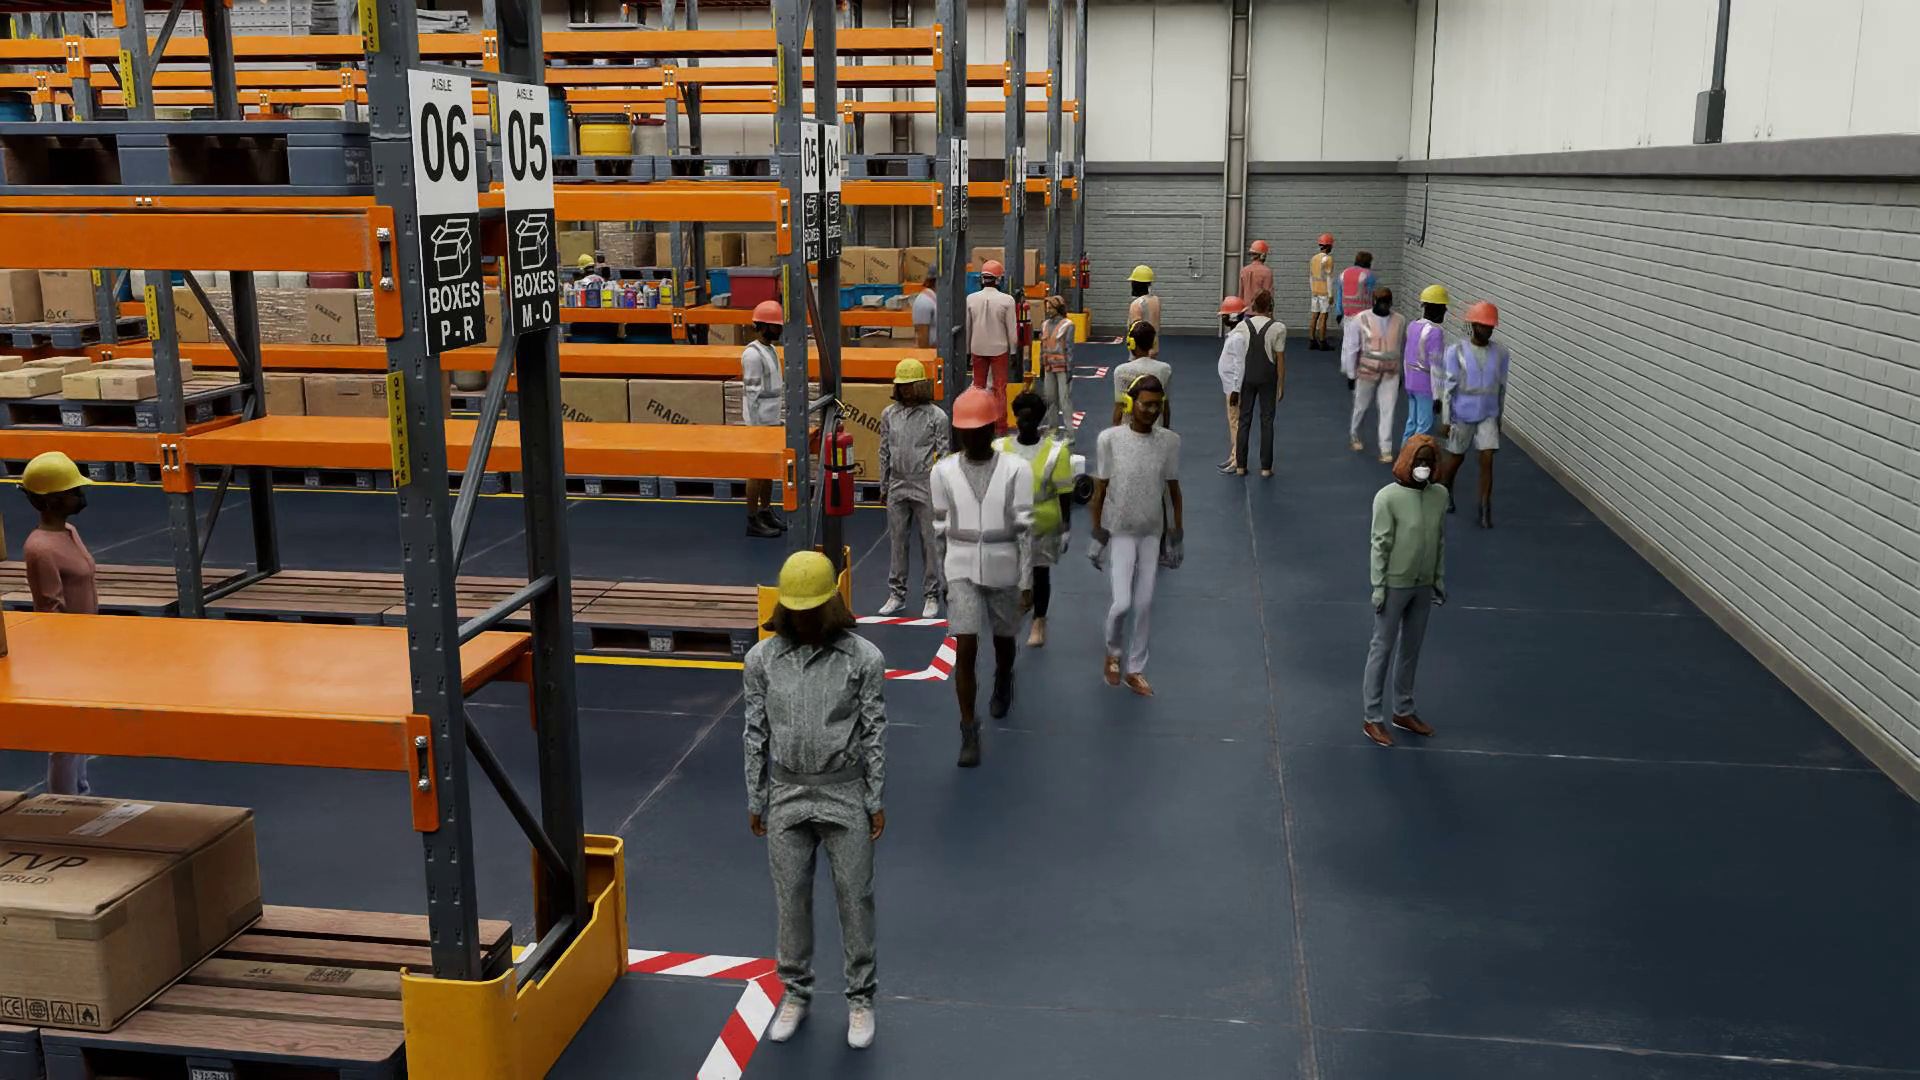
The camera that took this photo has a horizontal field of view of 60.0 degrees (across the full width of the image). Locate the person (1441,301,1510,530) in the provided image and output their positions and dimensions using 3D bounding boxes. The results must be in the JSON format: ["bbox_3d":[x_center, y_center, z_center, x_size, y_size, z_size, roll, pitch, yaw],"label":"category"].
[{"bbox_3d":[4.353,-1.092,14.147,0.547,1.906,0.914,0,12,2],"label":"person"}]

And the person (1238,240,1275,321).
[{"bbox_3d":[4.235,-3.246,23.631,0.393,1.993,0.641,-10,16,-38],"label":"person"}]

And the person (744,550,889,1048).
[{"bbox_3d":[-0.485,0.876,5.622,0.491,1.735,0.326,1,13,5],"label":"person"}]

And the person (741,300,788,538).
[{"bbox_3d":[-1.568,-0.985,13.584,0.387,1.929,0.543,3,13,14],"label":"person"}]

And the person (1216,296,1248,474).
[{"bbox_3d":[2.689,-1.526,16.417,0.341,1.747,0.570,2,13,7],"label":"person"}]

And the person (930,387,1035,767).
[{"bbox_3d":[0.123,0.140,8.576,0.543,1.906,0.887,1,13,5],"label":"person"}]

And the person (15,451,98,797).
[{"bbox_3d":[-3.882,0.492,7.270,0.299,1.772,0.529,-4,13,-17],"label":"person"}]

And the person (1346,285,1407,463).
[{"bbox_3d":[4.313,-1.747,17.306,0.636,1.808,0.906,-1,13,-4],"label":"person"}]

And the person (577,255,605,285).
[{"bbox_3d":[-5.118,-3.033,23.060,0.404,1.823,0.591,5,13,21],"label":"person"}]

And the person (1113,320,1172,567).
[{"bbox_3d":[1.368,-0.728,12.588,0.506,1.858,0.340,-6,14,-24],"label":"person"}]

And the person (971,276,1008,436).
[{"bbox_3d":[0.325,-2.097,18.793,0.429,1.843,0.627,-7,14,-30],"label":"person"}]

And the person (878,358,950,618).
[{"bbox_3d":[-0.318,-0.341,11.087,0.493,1.743,0.311,4,13,19],"label":"person"}]

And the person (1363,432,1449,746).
[{"bbox_3d":[2.341,0.247,8.684,0.501,1.631,0.285,-7,14,-29],"label":"person"}]

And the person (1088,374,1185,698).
[{"bbox_3d":[1.003,-0.016,9.376,0.551,1.851,0.397,-3,13,-13],"label":"person"}]

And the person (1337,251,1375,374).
[{"bbox_3d":[5.799,-3.334,24.444,0.521,1.816,0.676,-9,15,-35],"label":"person"}]

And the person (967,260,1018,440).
[{"bbox_3d":[0.344,-2.091,18.414,0.619,1.992,0.396,4,13,19],"label":"person"}]

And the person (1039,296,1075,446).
[{"bbox_3d":[1.068,-1.849,18.159,0.313,1.627,0.527,-10,16,-37],"label":"person"}]

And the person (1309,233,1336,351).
[{"bbox_3d":[6.055,-4.126,27.731,0.365,1.939,0.542,-6,14,-24],"label":"person"}]

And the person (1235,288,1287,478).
[{"bbox_3d":[2.915,-1.523,16.213,0.503,1.839,0.342,5,14,22],"label":"person"}]

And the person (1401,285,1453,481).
[{"bbox_3d":[4.330,-1.398,15.469,0.391,1.926,0.601,-2,13,-10],"label":"person"}]

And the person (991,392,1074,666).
[{"bbox_3d":[0.415,-0.076,10.100,0.544,1.639,0.893,2,13,8],"label":"person"}]

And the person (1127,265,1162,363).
[{"bbox_3d":[2.024,-2.085,18.536,0.360,1.930,0.589,7,14,29],"label":"person"}]
